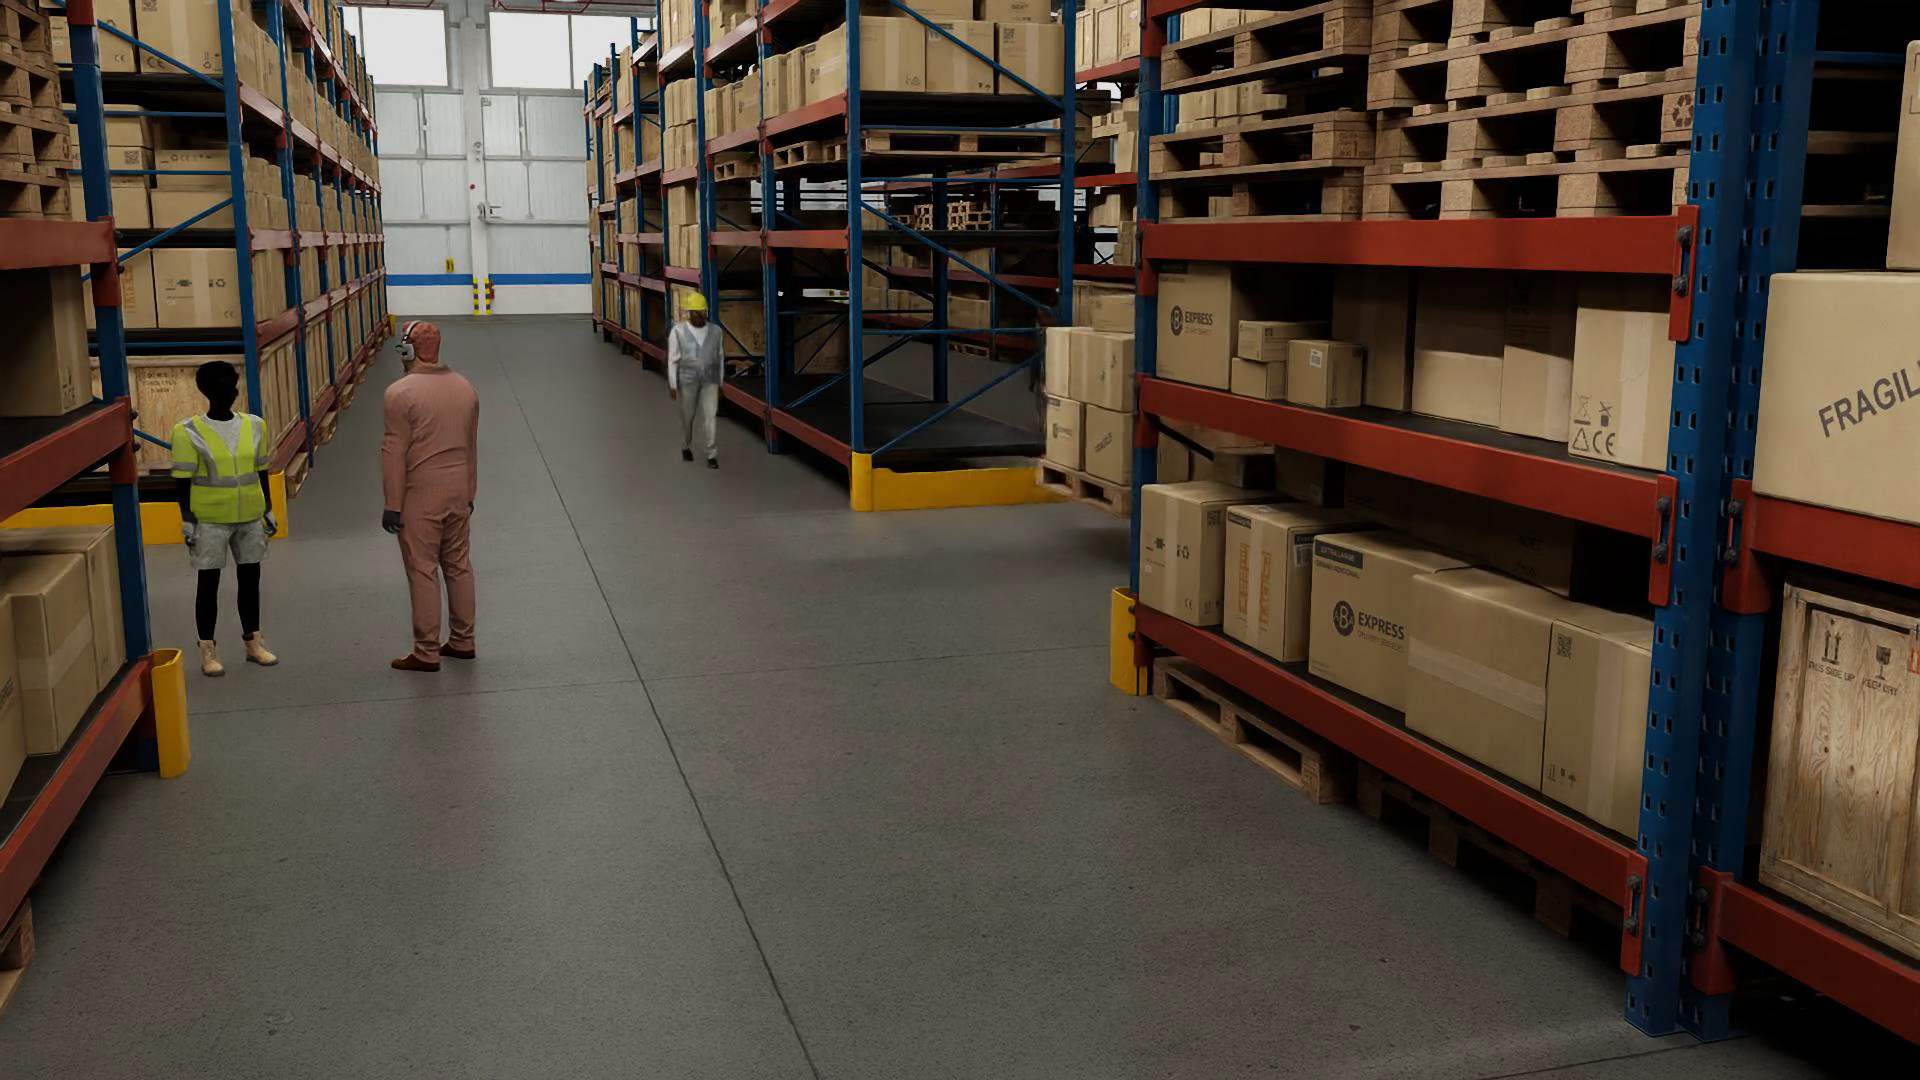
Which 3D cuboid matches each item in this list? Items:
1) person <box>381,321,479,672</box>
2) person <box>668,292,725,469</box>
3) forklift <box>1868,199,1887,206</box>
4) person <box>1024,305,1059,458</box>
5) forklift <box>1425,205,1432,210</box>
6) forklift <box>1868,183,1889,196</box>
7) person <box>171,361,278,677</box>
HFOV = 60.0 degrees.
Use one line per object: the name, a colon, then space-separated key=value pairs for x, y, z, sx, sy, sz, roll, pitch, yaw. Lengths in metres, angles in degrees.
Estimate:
person: x=-2.905 y=-0.240 z=9.089 sx=0.400 sy=1.901 sz=0.645 roll=5 pitch=11 yaw=25
person: x=-2.721 y=-1.655 z=17.134 sx=0.608 sy=1.799 sz=0.907 roll=-4 pitch=11 yaw=-20
forklift: x=11.338 y=-2.915 z=21.052 sx=1.129 sy=2.768 sz=1.873 roll=-3 pitch=11 yaw=-17
person: x=0.902 y=-1.657 z=17.574 sx=0.278 sy=1.633 sz=0.498 roll=-7 pitch=13 yaw=-34
forklift: x=3.775 y=-1.486 z=13.213 sx=1.873 sy=2.768 sz=1.129 roll=-3 pitch=11 yaw=-18
forklift: x=7.483 y=-1.613 z=13.911 sx=1.873 sy=2.768 sz=1.129 roll=-3 pitch=11 yaw=-16
person: x=-3.955 y=-0.122 z=8.983 sx=0.316 sy=1.696 sz=0.541 roll=9 pitch=14 yaw=40
